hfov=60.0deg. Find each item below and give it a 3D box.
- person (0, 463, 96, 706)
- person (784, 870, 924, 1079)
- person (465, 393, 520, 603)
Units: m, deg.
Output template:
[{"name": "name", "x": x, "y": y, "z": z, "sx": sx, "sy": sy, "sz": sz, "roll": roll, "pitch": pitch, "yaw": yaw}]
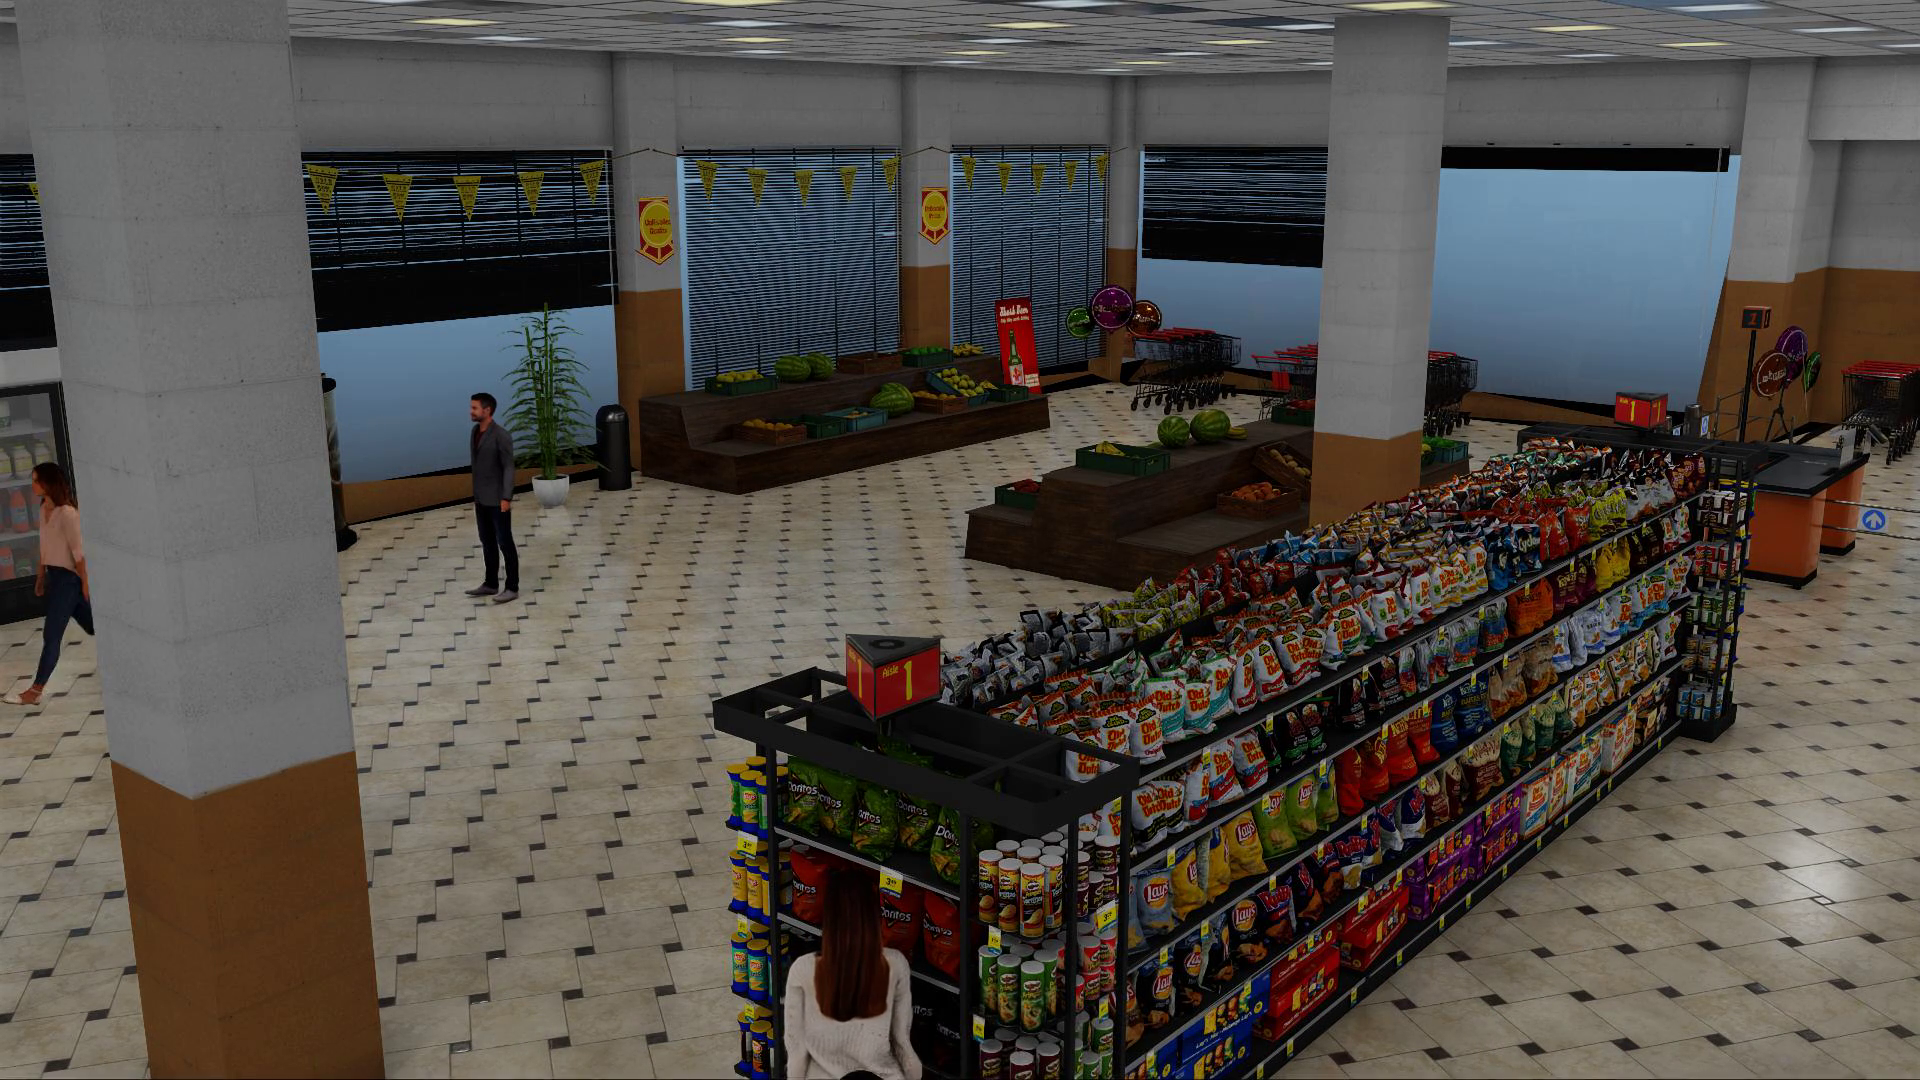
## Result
[{"name": "person", "x": -6.400, "y": 0.323, "z": 12.120, "sx": 0.631, "sy": 1.730, "sz": 1.161, "roll": 12, "pitch": 18, "yaw": 41}, {"name": "person", "x": -0.359, "y": 1.918, "z": 5.626, "sx": 0.694, "sy": 1.692, "sz": 0.763, "roll": -2, "pitch": 14, "yaw": -8}, {"name": "person", "x": -4.152, "y": -0.389, "z": 14.755, "sx": 0.665, "sy": 1.872, "sz": 0.574, "roll": 11, "pitch": 17, "yaw": 38}]
